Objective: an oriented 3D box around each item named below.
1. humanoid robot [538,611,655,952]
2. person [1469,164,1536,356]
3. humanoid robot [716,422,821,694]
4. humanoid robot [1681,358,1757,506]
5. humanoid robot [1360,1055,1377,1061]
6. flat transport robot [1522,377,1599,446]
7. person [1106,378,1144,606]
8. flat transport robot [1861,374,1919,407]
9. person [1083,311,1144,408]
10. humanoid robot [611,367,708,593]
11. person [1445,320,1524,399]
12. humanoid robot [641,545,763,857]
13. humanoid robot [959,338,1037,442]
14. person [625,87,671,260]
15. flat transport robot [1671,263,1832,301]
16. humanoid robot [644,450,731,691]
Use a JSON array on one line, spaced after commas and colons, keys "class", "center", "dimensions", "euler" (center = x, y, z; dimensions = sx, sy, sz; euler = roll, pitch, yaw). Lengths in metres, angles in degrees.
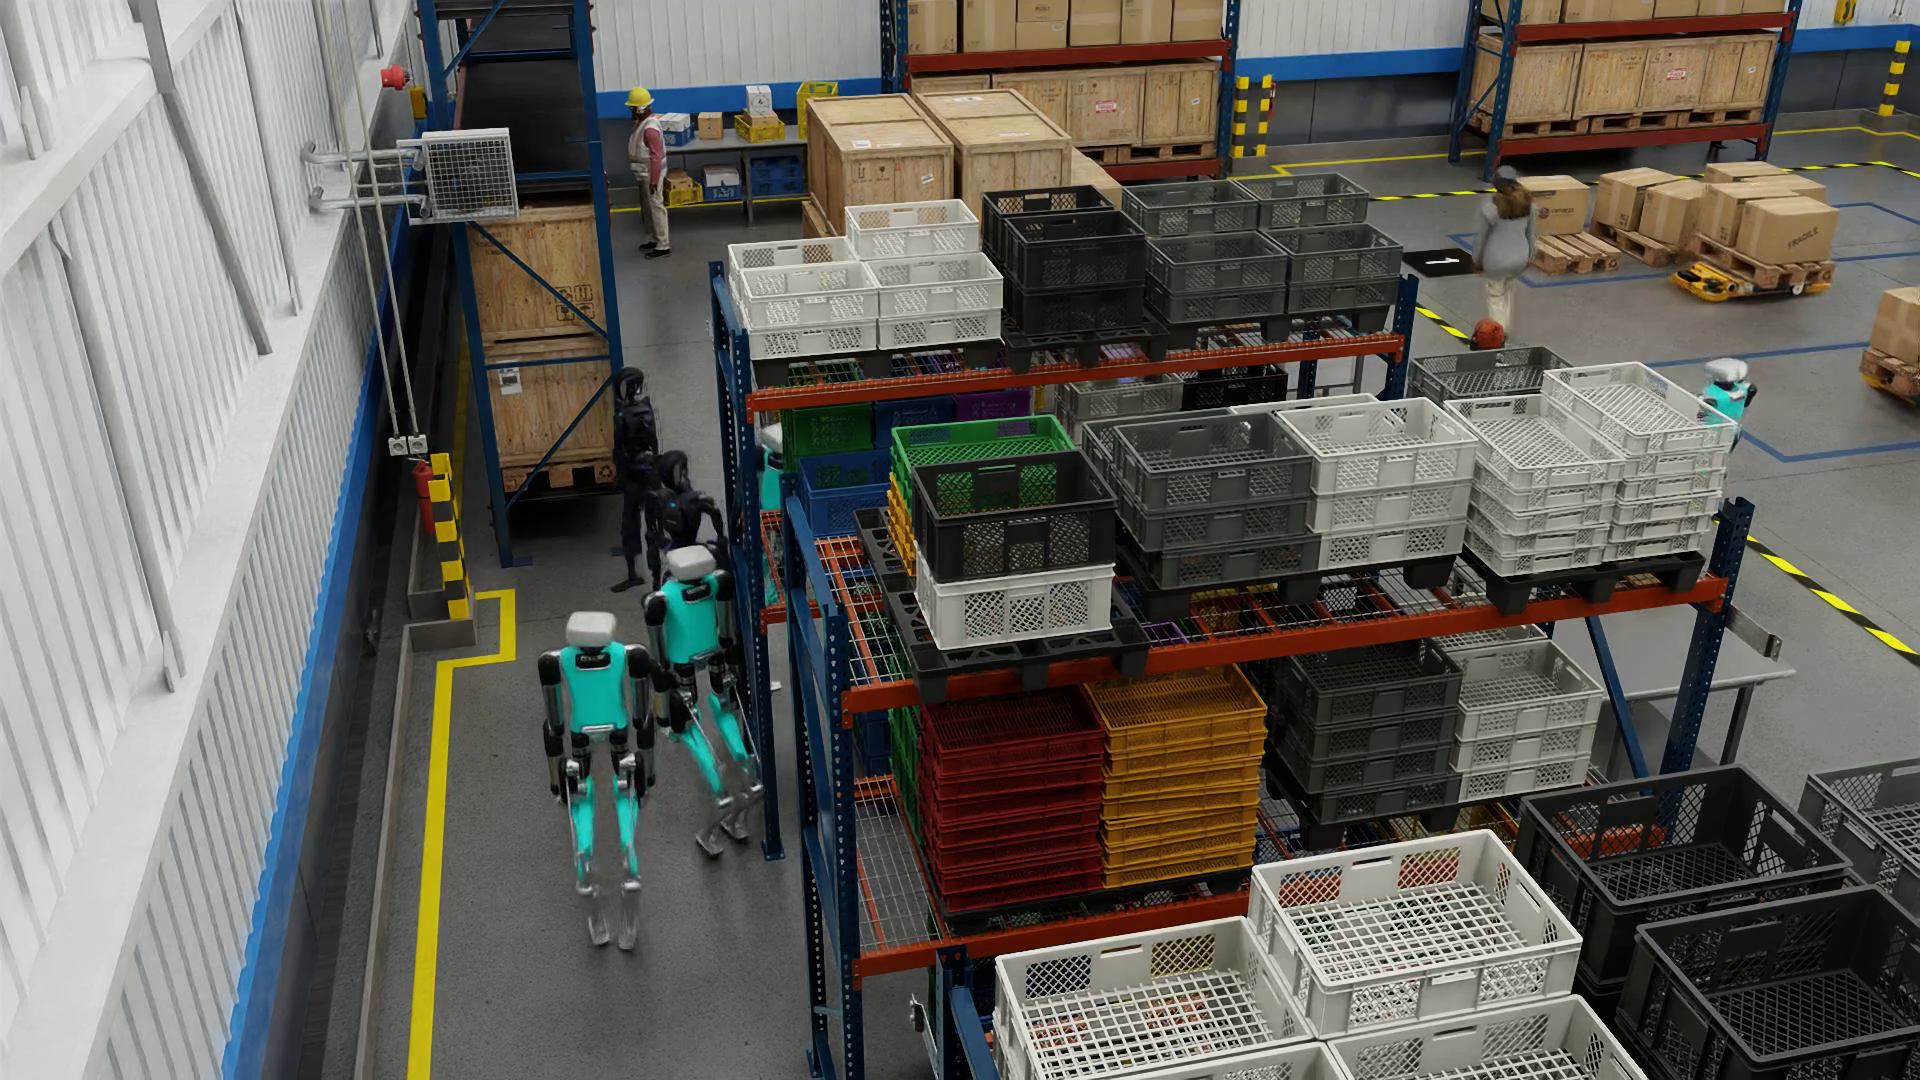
[{"class": "humanoid robot", "center": [-1.721, 1.275, 8.074], "dimensions": [0.550, 1.796, 0.779], "euler": [-5, 28, -10]}, {"class": "person", "center": [5.004, -2.580, 15.360], "dimensions": [0.575, 1.737, 0.570], "euler": [-9, 29, -16]}, {"class": "humanoid robot", "center": [-1.241, 0.205, 10.101], "dimensions": [0.542, 1.779, 0.806], "euler": [25, 36, 38]}, {"class": "humanoid robot", "center": [4.911, -0.488, 11.461], "dimensions": [0.544, 1.766, 1.058], "euler": [-15, 31, -26]}, {"class": "humanoid robot", "center": [1.287, 2.457, 5.877], "dimensions": [0.316, 1.648, 0.598], "euler": [-24, 36, -37]}, {"class": "flat transport robot", "center": [4.780, -1.036, 14.013], "dimensions": [0.659, 0.231, 1.431], "euler": [-6, 28, -12]}, {"class": "person", "center": [1.034, -0.119, 10.481], "dimensions": [0.406, 1.940, 0.604], "euler": [-17, 32, -29]}, {"class": "flat transport robot", "center": [8.589, -1.242, 14.373], "dimensions": [0.652, 0.197, 1.431], "euler": [-6, 28, -12]}, {"class": "person", "center": [1.175, -1.333, 12.677], "dimensions": [0.613, 2.040, 0.378], "euler": [18, 33, 31]}, {"class": "humanoid robot", "center": [-2.125, -0.434, 11.394], "dimensions": [0.700, 1.637, 0.604], "euler": [-21, 34, -34]}, {"class": "person", "center": [3.537, -0.609, 11.485], "dimensions": [0.579, 1.878, 0.363], "euler": [-6, 28, -11]}, {"class": "humanoid robot", "center": [-1.250, 0.910, 8.680], "dimensions": [0.549, 1.747, 0.685], "euler": [-22, 35, -36]}, {"class": "humanoid robot", "center": [0.299, -0.501, 11.318], "dimensions": [0.533, 1.689, 0.745], "euler": [-4, 28, -8]}, {"class": "person", "center": [-3.339, -3.933, 17.834], "dimensions": [0.404, 1.828, 0.591], "euler": [-8, 29, -15]}, {"class": "flat transport robot", "center": [8.182, -2.720, 17.178], "dimensions": [1.431, 0.197, 0.652], "euler": [-6, 28, -12]}, {"class": "humanoid robot", "center": [-1.627, 0.212, 10.177], "dimensions": [0.608, 1.645, 0.630], "euler": [9, 29, 16]}]
